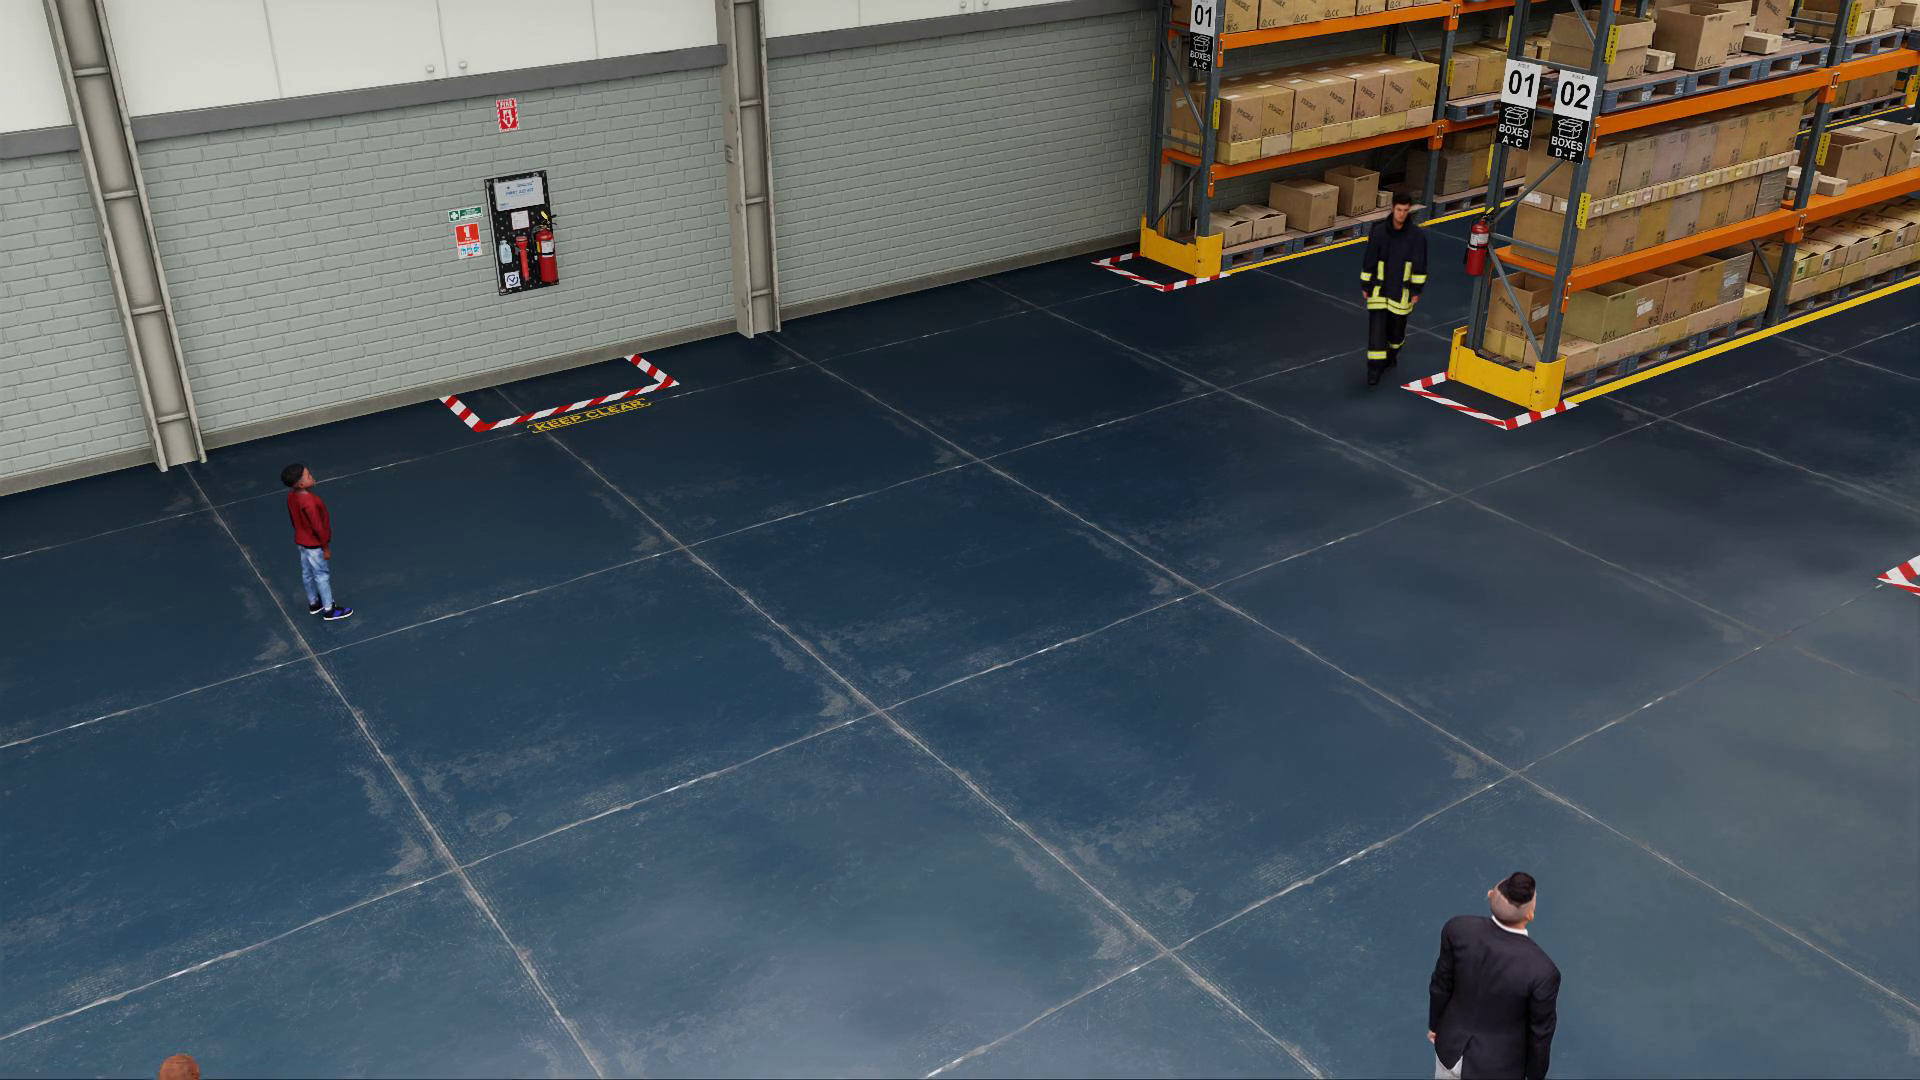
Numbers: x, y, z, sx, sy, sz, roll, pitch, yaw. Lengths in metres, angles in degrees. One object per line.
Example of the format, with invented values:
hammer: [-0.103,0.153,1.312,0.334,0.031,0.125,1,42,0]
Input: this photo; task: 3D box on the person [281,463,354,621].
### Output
person: [-4.847,0.003,12.418,0.552,1.256,0.558,21,34,35]

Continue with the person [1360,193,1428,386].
person: [4.345,-2.555,16.688,1.208,1.895,1.285,6,28,11]

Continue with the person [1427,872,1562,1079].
person: [2.311,2.223,7.348,0.764,1.949,0.681,21,34,35]
